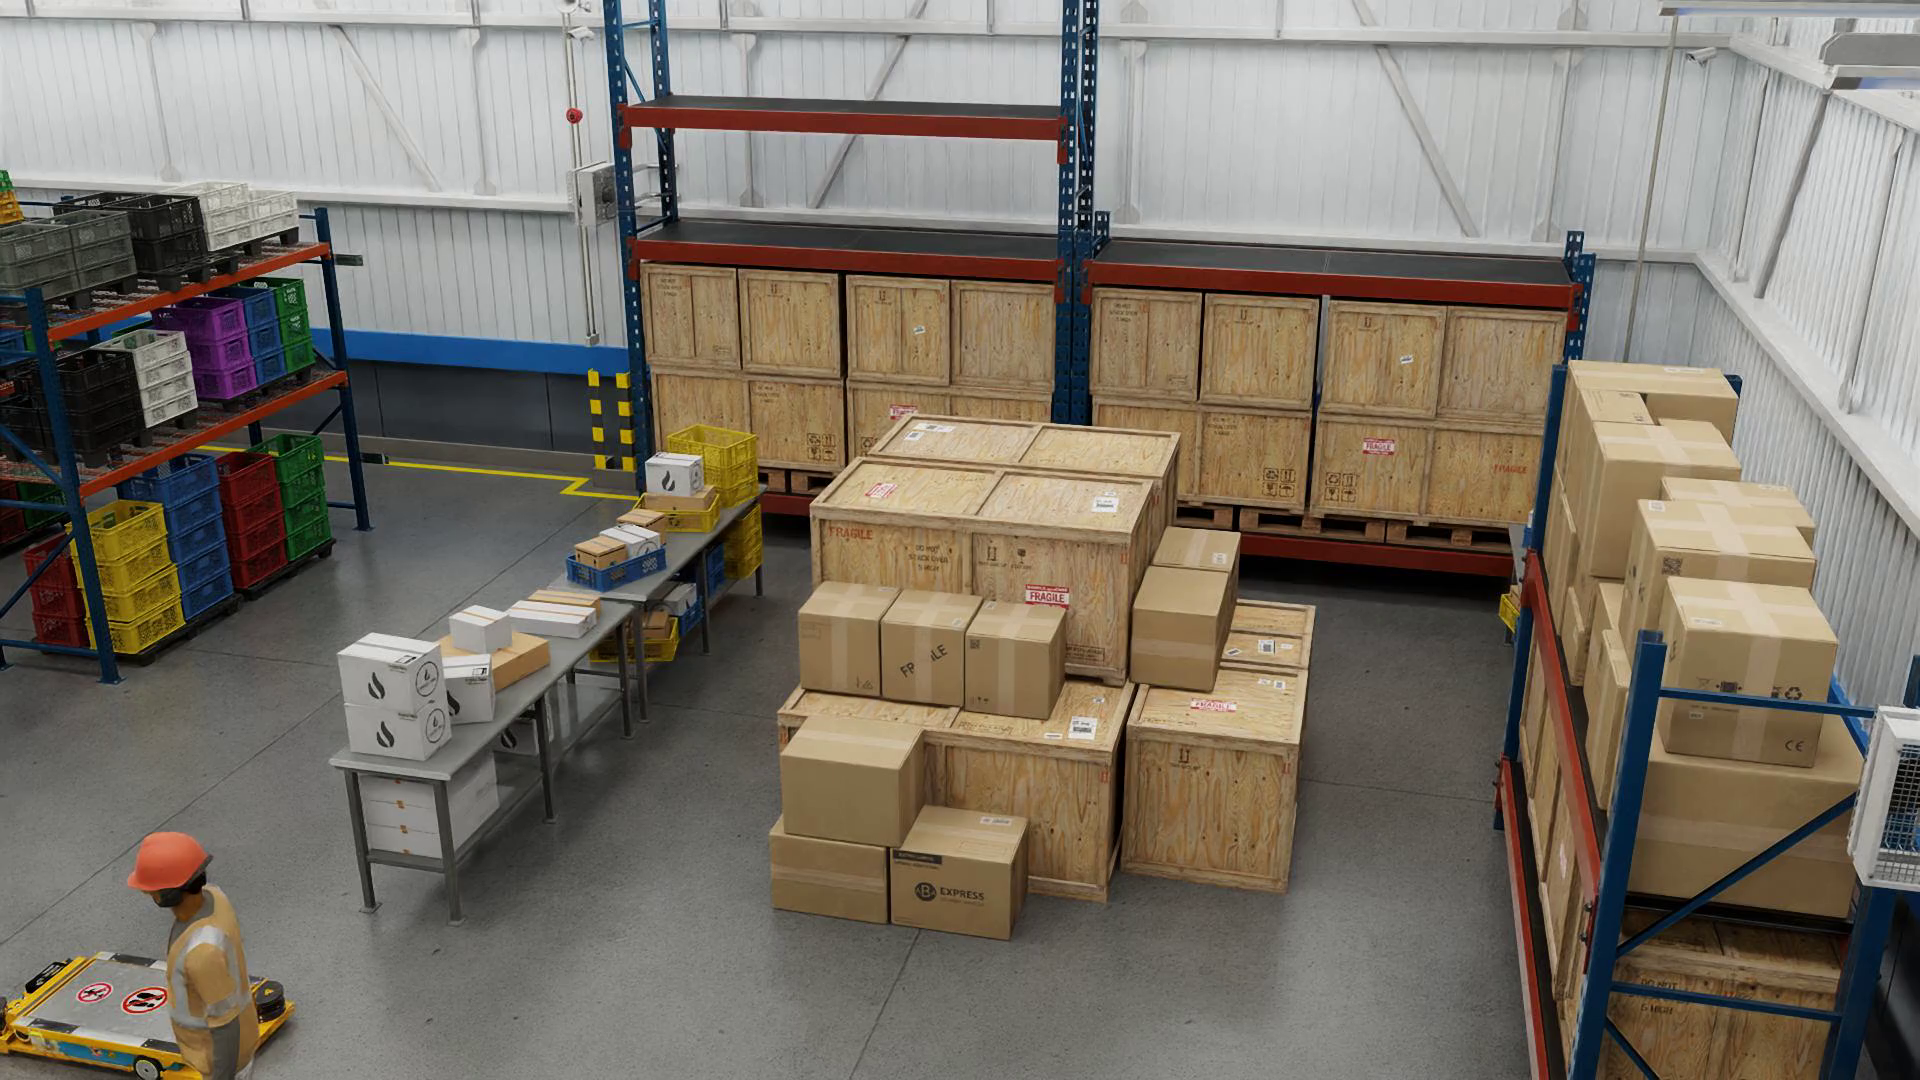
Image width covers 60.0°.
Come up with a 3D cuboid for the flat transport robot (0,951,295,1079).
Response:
[{"bbox_3d":[-4.270,2.464,8.601,1.431,0.231,0.659,5,22,13],"label":"flat transport robot"}]

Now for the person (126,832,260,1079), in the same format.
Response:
[{"bbox_3d":[-3.154,2.126,7.005,0.383,2.038,0.613,-10,23,-24],"label":"person"}]
